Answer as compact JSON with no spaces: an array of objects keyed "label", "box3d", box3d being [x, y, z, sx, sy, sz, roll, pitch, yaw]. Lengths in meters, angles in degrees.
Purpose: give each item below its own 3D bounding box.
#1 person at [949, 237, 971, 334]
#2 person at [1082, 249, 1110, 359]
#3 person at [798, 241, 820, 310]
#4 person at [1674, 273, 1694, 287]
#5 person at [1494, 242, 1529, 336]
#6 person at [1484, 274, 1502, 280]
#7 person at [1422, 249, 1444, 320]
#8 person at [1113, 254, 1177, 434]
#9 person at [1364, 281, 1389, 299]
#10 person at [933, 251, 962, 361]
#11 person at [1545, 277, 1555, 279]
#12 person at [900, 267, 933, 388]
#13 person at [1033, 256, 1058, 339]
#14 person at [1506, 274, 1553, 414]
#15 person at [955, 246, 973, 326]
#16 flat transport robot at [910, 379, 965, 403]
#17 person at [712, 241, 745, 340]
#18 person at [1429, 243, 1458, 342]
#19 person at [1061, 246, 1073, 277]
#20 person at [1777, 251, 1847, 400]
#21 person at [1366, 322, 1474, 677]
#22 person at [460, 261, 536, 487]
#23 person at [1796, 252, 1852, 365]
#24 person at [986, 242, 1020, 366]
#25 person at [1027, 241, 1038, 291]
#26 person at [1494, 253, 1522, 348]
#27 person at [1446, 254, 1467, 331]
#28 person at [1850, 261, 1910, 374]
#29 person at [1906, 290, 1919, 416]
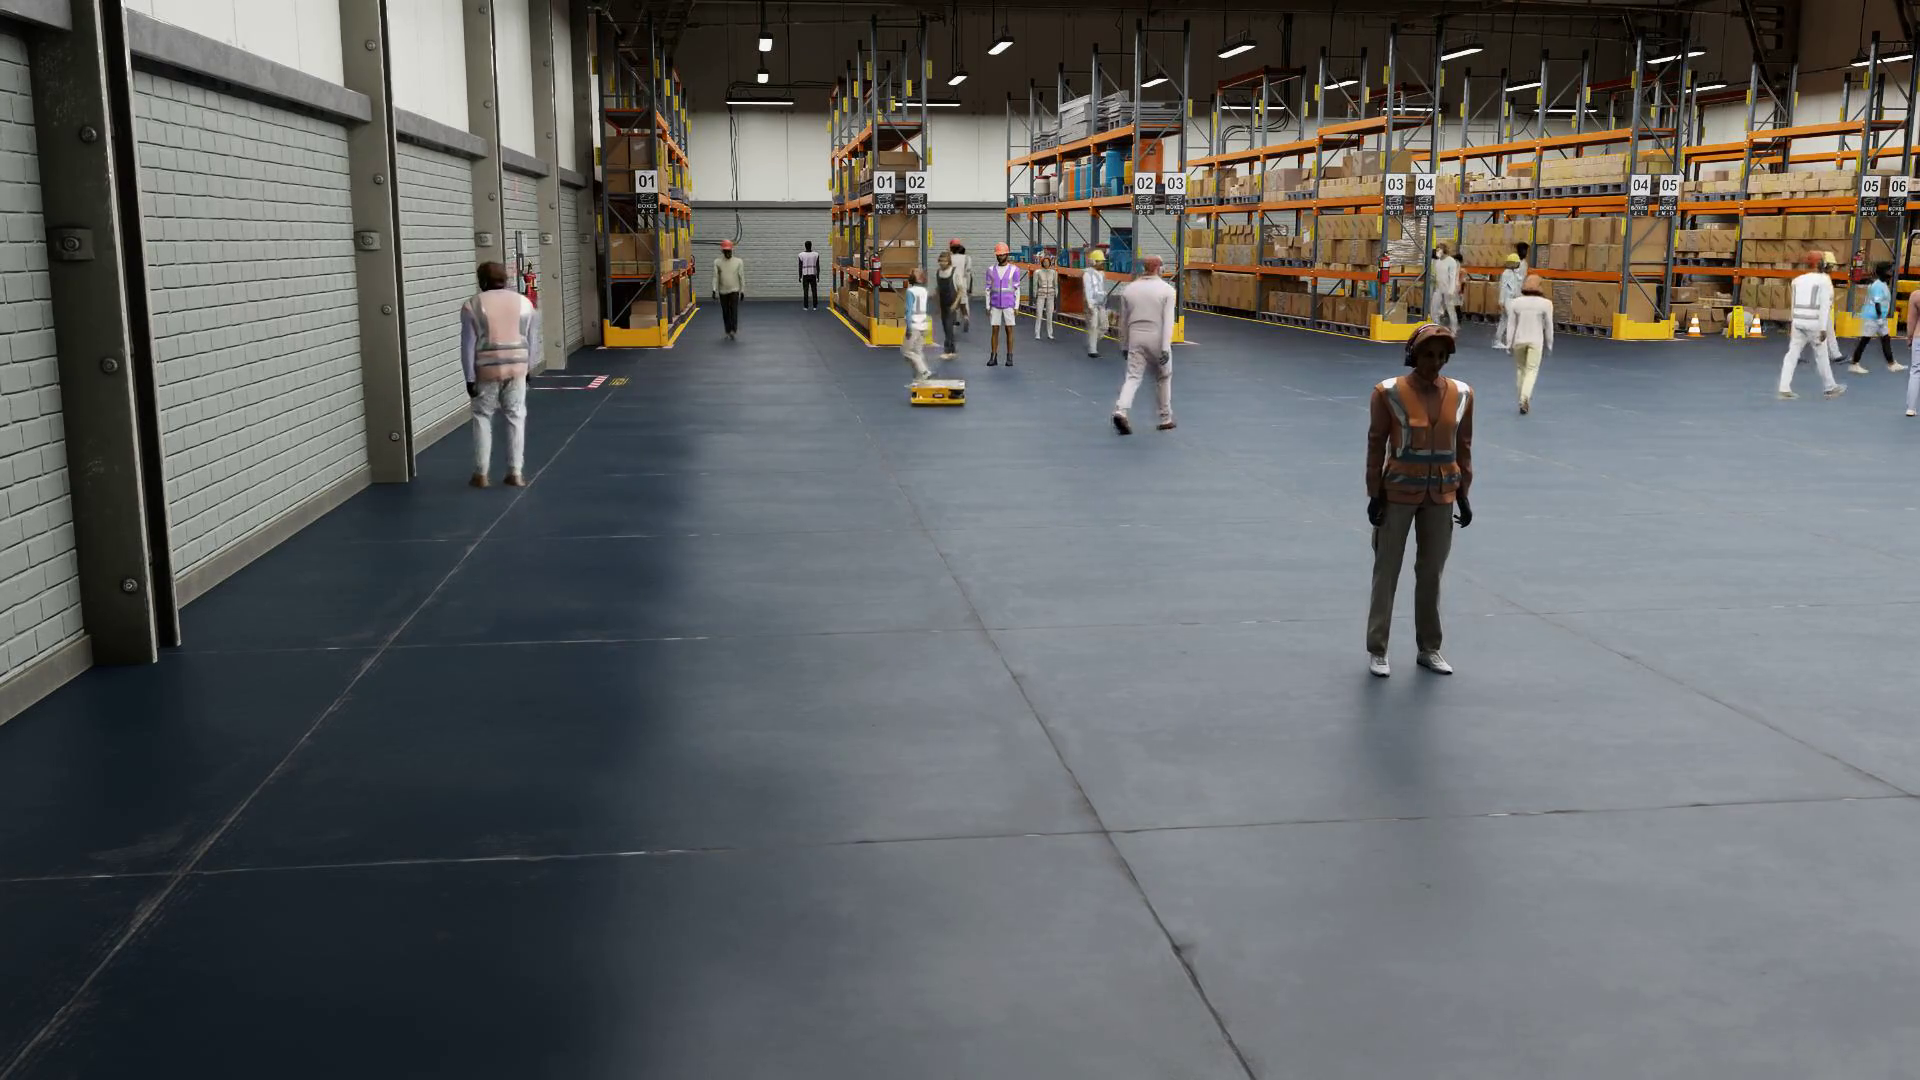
[{"label":"person","box3d":[-0.041,-5.249,34.450,0.604,2.017,0.774,-2,11,-11]},{"label":"person","box3d":[2.259,-3.920,27.700,0.420,1.813,0.597,8,13,37]},{"label":"person","box3d":[-4.175,-7.318,46.062,0.588,1.914,0.392,-2,11,-11]},{"label":"person","box3d":[18.683,-6.809,43.275,0.653,1.917,0.744,-2,11,-10]},{"label":"person","box3d":[11.321,-5.077,33.783,0.627,1.920,0.999,-7,12,-33]},{"label":"person","box3d":[15.221,-7.529,47.443,0.523,1.829,0.774,-1,10,-4]},{"label":"person","box3d":[11.515,-6.206,40.301,0.643,1.788,0.999,1,10,5]},{"label":"person","box3d":[1.917,-2.031,17.268,0.656,1.854,1.010,7,12,32]},{"label":"person","box3d":[10.712,-6.645,42.689,0.588,1.789,0.958,-1,10,-4]},{"label":"person","box3d":[-0.209,-3.842,27.365,0.515,1.780,0.845,6,12,31]},{"label":"person","box3d":[17.937,-8.068,50.309,0.855,1.860,0.717,3,11,16]},{"label":"person","box3d":[-0.584,-2.819,22.183,0.398,1.623,0.533,5,11,24]},{"label":"person","box3d":[1.700,-4.809,33.056,0.521,1.638,0.311,-2,11,-13]},{"label":"person","box3d":[6.579,-2.273,19.258,0.509,1.608,0.762,6,12,31]},{"label":"person","box3d":[0.047,-5.763,37.725,0.521,1.842,0.866,-2,11,-11]},{"label":"flat transport robot","box3d":[-0.269,-1.837,20.518,0.652,0.197,1.431,0,10,0]},{"label":"person","box3d":[-4.580,-4.920,32.844,0.622,1.937,1.036,0,10,0]},{"label":"person","box3d":[9.278,-4.744,31.953,0.777,1.900,0.676,-5,11,-25]},{"label":"person","box3d":[3.002,-7.560,47.792,0.525,1.769,0.316,-2,11,-12]},{"label":"person","box3d":[10.677,-2.669,20.777,0.968,1.833,0.619,-4,11,-22]},{"label":"person","box3d":[2.122,-0.184,7.704,0.514,1.640,0.310,-1,10,-7]},{"label":"person","box3d":[-3.745,-1.341,13.510,0.645,1.833,0.478,-7,12,-33]},{"label":"person","box3d":[13.695,-3.664,26.405,0.597,1.789,0.894,-9,14,-42]},{"label":"person","box3d":[0.665,-3.698,26.150,0.549,1.936,0.377,3,11,14]},{"label":"person","box3d":[2.295,-8.234,51.133,0.683,1.896,0.479,8,13,39]},{"label":"person","box3d":[10.060,-4.319,30.137,0.784,1.709,0.512,8,13,39]},{"label":"person","box3d":[10.634,-5.299,35.643,0.408,1.662,0.557,-6,12,-31]},{"label":"person","box3d":[13.606,-3.258,24.490,0.831,1.655,0.550,9,14,40]},{"label":"person","box3d":[10.930,-2.252,18.707,0.318,1.764,0.522,-10,14,-42]}]
